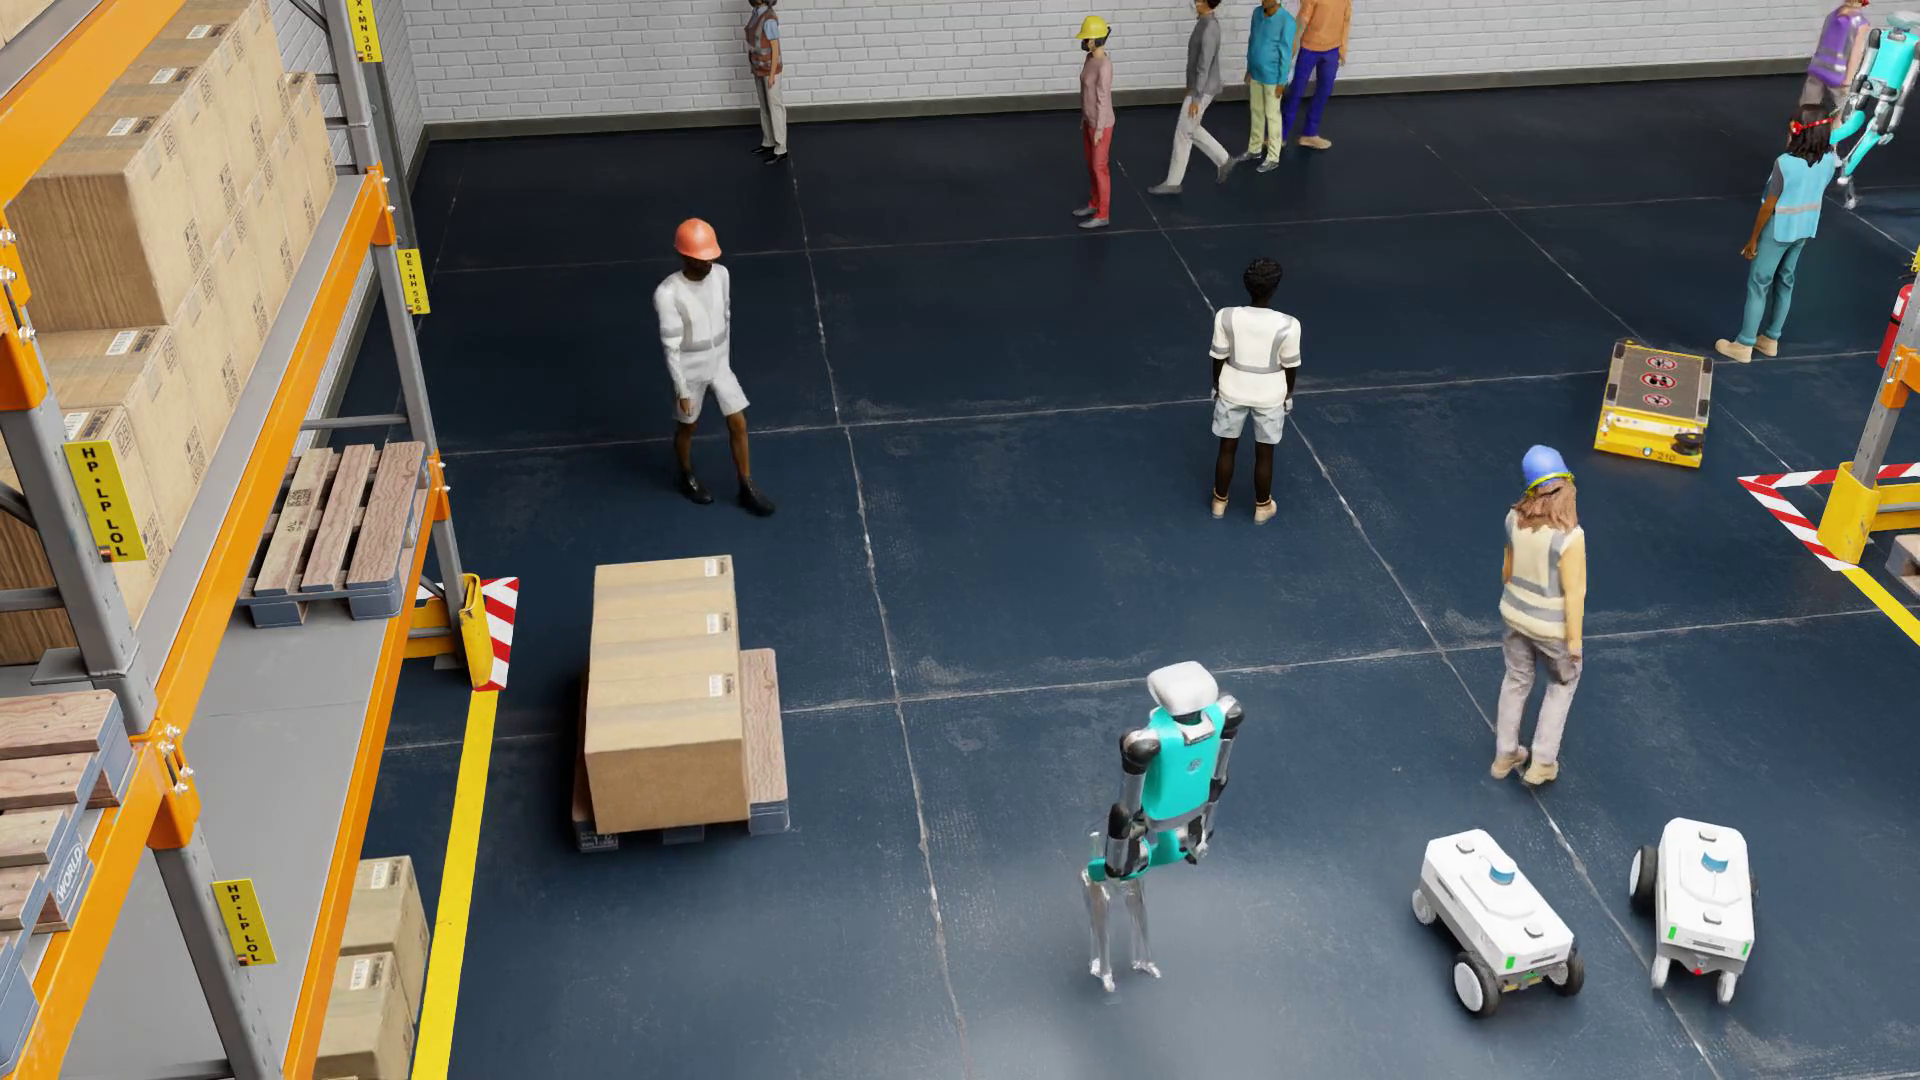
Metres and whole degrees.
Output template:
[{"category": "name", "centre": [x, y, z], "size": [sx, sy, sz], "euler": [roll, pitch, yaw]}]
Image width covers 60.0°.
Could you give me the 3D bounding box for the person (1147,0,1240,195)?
[{"category": "person", "centre": [2.070, -3.886, 14.338], "size": [0.754, 1.876, 0.552], "euler": [3, 33, 4]}]

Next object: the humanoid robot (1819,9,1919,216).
[{"category": "humanoid robot", "centre": [7.444, -3.481, 13.878], "size": [1.011, 1.746, 0.534], "euler": [-16, 36, -23]}]

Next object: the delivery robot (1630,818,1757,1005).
[{"category": "delivery robot", "centre": [3.211, 1.562, 7.214], "size": [0.499, 0.613, 0.807], "euler": [10, 35, 15]}]

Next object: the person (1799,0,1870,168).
[{"category": "person", "centre": [7.876, -4.150, 14.925], "size": [0.712, 1.668, 0.500], "euler": [-16, 36, -22]}]

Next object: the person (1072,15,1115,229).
[{"category": "person", "centre": [1.102, -3.464, 13.799], "size": [0.340, 1.756, 0.516], "euler": [-7, 34, -10]}]

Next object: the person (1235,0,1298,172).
[{"category": "person", "centre": [2.737, -4.198, 14.936], "size": [0.350, 1.744, 0.563], "euler": [-17, 37, -24]}]

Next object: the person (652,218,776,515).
[{"category": "person", "centre": [-1.484, -0.984, 9.868], "size": [0.559, 1.909, 0.844], "euler": [-27, 42, -35]}]

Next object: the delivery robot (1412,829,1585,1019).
[{"category": "delivery robot", "centre": [2.283, 1.608, 7.121], "size": [0.499, 0.587, 0.791], "euler": [-10, 34, -15]}]

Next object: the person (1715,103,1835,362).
[{"category": "person", "centre": [5.774, -2.135, 11.675], "size": [0.505, 1.860, 0.389], "euler": [-11, 35, -16]}]

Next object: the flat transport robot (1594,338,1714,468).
[{"category": "flat transport robot", "centre": [4.731, -0.951, 11.310], "size": [0.659, 0.231, 1.431], "euler": [13, 35, 19]}]

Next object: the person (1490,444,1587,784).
[{"category": "person", "centre": [2.757, 0.386, 7.922], "size": [0.357, 1.719, 0.547], "euler": [-23, 39, -30]}]

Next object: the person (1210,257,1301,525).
[{"category": "person", "centre": [1.733, -0.866, 9.875], "size": [0.532, 1.692, 0.319], "euler": [11, 35, 16]}]

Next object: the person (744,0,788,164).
[{"category": "person", "centre": [-1.764, -4.286, 15.118], "size": [0.312, 1.689, 0.433], "euler": [-16, 37, -23]}]

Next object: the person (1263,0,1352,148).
[{"category": "person", "centre": [3.224, -4.514, 15.250], "size": [0.731, 1.934, 0.449], "euler": [-13, 35, -19]}]

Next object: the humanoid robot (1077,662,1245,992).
[{"category": "humanoid robot", "centre": [0.715, 1.142, 6.754], "size": [0.533, 1.771, 0.703], "euler": [-18, 37, -26]}]
